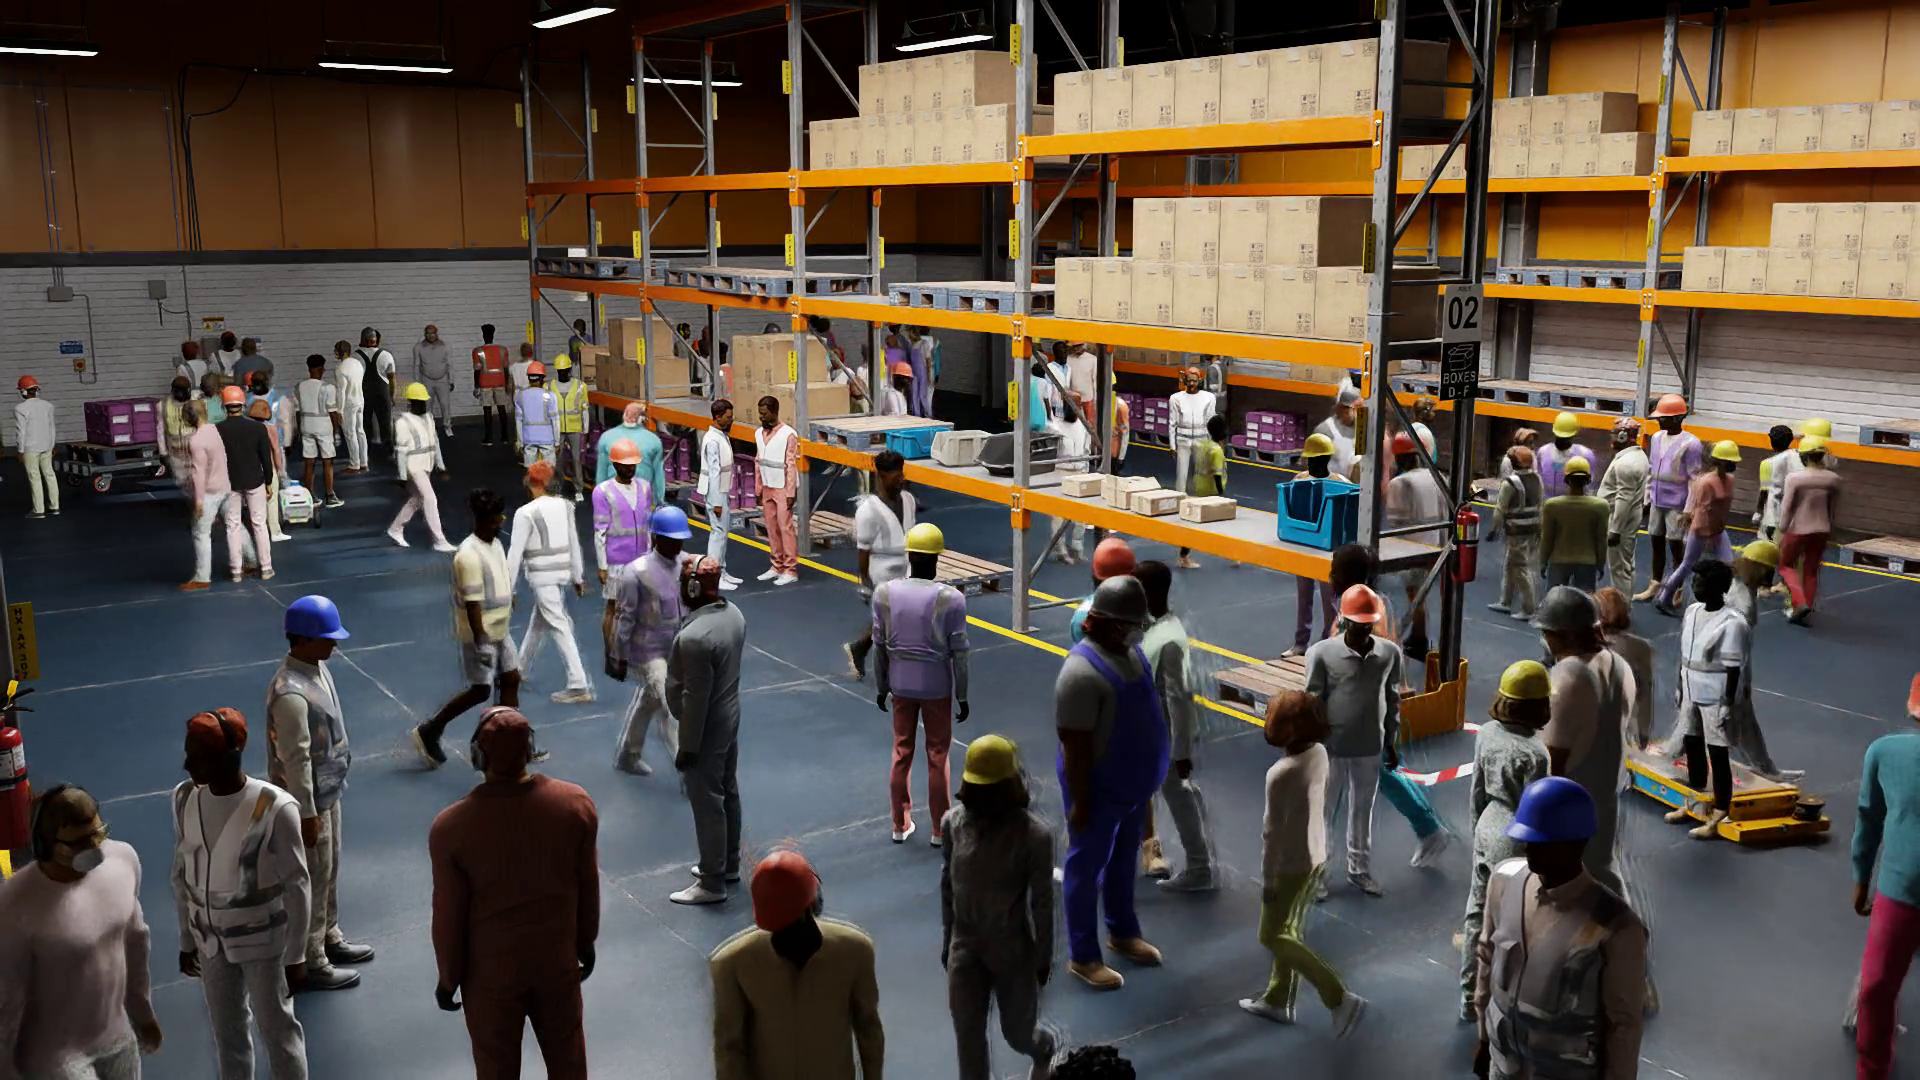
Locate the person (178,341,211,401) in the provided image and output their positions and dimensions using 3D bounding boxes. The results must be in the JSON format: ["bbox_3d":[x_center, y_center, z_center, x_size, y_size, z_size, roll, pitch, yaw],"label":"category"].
[{"bbox_3d":[-11.358,-2.019,24.741,0.868,1.866,0.593,4,12,20],"label":"person"}]

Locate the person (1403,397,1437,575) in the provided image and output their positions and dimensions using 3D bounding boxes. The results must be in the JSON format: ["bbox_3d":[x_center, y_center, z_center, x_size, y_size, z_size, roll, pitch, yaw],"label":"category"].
[{"bbox_3d":[4.770,-0.567,17.258,0.346,1.846,0.505,-2,11,-11],"label":"person"}]

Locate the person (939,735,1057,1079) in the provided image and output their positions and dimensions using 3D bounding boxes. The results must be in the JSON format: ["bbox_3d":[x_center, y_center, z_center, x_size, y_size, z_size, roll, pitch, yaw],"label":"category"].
[{"bbox_3d":[0.167,1.576,6.617,0.490,1.725,0.654,5,12,25],"label":"person"}]

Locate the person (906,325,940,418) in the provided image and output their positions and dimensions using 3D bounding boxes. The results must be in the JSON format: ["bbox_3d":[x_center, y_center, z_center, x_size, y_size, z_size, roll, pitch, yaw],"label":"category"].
[{"bbox_3d":[-0.661,-3.007,29.806,0.635,1.824,0.687,-1,11,-4],"label":"person"}]

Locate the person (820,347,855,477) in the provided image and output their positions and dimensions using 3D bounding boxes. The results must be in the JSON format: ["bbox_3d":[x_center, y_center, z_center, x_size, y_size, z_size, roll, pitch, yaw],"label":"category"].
[{"bbox_3d":[-1.726,-1.827,23.696,0.567,1.847,0.389,8,14,37],"label":"person"}]

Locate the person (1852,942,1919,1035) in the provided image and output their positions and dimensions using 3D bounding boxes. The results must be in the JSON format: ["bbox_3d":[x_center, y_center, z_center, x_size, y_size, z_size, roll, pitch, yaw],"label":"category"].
[{"bbox_3d":[4.474,1.492,7.385,0.889,1.583,0.521,0,11,-1],"label":"person"}]

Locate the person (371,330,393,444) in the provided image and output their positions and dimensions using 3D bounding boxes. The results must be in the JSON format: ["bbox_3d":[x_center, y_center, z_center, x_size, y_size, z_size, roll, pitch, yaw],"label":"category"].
[{"bbox_3d":[-9.491,-2.490,27.082,0.330,1.859,0.504,11,15,43],"label":"person"}]

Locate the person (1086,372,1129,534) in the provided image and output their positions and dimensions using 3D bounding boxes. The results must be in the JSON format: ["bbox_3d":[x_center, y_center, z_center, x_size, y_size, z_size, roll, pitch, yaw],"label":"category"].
[{"bbox_3d":[1.709,-1.037,19.452,0.382,1.924,0.594,-8,14,-36],"label":"person"}]

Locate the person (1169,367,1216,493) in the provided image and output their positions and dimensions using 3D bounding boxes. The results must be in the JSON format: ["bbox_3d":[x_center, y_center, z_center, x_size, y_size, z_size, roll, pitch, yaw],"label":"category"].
[{"bbox_3d":[2.820,-1.166,20.246,0.564,1.880,0.360,1,11,6],"label":"person"}]

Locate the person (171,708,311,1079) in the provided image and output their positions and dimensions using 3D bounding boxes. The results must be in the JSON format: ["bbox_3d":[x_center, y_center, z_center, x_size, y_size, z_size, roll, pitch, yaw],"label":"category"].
[{"bbox_3d":[-2.746,1.543,6.360,0.578,1.881,0.346,4,12,18],"label":"person"}]

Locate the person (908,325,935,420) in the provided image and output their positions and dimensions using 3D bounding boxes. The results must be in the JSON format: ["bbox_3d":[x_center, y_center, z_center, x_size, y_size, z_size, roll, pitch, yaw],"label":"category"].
[{"bbox_3d":[-0.725,-2.837,29.043,0.569,1.809,0.460,11,15,43],"label":"person"}]

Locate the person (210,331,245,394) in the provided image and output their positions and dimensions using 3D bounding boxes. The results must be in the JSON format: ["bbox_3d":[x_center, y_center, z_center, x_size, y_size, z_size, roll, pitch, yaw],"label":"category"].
[{"bbox_3d":[-11.618,-2.391,26.526,0.575,1.876,0.356,-9,14,-40],"label":"person"}]

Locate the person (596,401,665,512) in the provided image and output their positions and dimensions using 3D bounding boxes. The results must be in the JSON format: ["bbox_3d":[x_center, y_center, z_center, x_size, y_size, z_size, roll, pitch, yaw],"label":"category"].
[{"bbox_3d":[-3.270,-0.443,16.545,0.671,1.876,0.497,-1,11,-5],"label":"person"}]

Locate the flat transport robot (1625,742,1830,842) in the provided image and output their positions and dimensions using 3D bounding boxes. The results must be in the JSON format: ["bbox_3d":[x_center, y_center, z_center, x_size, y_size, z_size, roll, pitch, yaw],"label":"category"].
[{"bbox_3d":[4.682,1.541,10.507,0.652,0.197,1.431,-3,12,-16],"label":"flat transport robot"}]

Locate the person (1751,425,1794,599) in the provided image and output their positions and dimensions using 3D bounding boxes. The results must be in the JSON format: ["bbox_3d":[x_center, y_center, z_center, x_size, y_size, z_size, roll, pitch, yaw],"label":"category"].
[{"bbox_3d":[7.918,-0.270,16.123,0.529,1.694,0.321,-4,12,-20],"label":"person"}]

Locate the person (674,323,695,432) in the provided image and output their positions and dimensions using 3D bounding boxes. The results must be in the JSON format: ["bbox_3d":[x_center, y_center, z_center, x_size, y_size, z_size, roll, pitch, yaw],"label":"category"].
[{"bbox_3d":[-4.749,-2.796,28.598,0.329,1.874,0.518,0,11,-1],"label":"person"}]

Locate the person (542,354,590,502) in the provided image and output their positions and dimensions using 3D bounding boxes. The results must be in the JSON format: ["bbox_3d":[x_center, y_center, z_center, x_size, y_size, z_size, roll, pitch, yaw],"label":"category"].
[{"bbox_3d":[-5.094,-1.442,21.520,0.595,1.925,0.370,-1,11,-7],"label":"person"}]

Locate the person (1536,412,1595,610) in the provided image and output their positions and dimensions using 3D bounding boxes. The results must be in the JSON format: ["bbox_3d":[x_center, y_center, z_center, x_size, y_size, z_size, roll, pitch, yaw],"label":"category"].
[{"bbox_3d":[5.656,-0.275,15.630,0.501,1.892,0.603,-8,14,-37],"label":"person"}]

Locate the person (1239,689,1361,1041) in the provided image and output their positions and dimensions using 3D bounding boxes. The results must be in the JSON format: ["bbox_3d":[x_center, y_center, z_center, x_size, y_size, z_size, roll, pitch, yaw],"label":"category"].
[{"bbox_3d":[1.543,1.464,7.465,0.582,1.612,0.501,9,14,38],"label":"person"}]

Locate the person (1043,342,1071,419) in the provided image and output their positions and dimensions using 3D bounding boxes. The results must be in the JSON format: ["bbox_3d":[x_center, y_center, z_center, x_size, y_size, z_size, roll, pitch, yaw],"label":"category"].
[{"bbox_3d":[1.394,-1.878,23.777,0.393,1.920,0.591,8,14,36],"label":"person"}]

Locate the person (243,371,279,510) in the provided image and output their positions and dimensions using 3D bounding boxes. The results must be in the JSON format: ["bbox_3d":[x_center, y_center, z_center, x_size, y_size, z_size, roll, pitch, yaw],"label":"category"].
[{"bbox_3d":[-8.877,-1.254,21.001,0.327,1.753,0.563,7,13,33],"label":"person"}]

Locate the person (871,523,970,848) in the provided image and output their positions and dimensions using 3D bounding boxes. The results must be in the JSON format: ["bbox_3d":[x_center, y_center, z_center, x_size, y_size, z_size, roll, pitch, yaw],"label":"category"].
[{"bbox_3d":[-0.217,0.851,9.792,0.594,1.923,0.381,4,12,20],"label":"person"}]

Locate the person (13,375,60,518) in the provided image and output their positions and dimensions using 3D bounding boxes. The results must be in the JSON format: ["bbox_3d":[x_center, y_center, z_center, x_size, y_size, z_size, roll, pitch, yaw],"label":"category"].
[{"bbox_3d":[-11.397,-1.151,20.477,0.336,1.749,0.575,3,12,16],"label":"person"}]

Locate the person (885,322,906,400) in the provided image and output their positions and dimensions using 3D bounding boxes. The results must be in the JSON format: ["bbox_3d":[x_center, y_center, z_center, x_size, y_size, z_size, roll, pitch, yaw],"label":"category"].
[{"bbox_3d":[-1.137,-3.060,29.788,0.375,1.934,0.547,-2,11,-11],"label":"person"}]

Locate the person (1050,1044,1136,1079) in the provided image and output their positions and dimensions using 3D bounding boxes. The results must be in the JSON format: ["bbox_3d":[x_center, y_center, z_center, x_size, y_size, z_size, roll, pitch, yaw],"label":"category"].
[{"bbox_3d":[0.322,2.067,4.154,0.533,1.697,0.319,3,12,17],"label":"person"}]

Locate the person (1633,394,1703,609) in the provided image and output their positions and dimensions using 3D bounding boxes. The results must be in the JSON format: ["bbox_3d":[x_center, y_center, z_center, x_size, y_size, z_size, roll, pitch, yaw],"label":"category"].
[{"bbox_3d":[6.664,-0.357,15.688,0.393,2.035,0.615,-4,12,-19],"label":"person"}]

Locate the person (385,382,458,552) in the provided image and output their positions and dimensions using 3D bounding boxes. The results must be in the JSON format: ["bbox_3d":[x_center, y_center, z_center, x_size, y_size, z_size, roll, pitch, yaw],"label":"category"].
[{"bbox_3d":[-6.040,-0.818,18.439,0.940,1.893,0.596,3,11,13],"label":"person"}]

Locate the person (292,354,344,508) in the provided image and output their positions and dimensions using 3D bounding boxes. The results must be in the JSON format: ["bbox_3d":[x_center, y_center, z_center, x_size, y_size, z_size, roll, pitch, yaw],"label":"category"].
[{"bbox_3d":[-8.162,-1.386,21.177,0.606,1.951,0.373,2,11,13],"label":"person"}]

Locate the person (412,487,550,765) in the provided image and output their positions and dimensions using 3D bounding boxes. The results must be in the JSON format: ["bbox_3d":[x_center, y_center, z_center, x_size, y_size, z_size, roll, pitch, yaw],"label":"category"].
[{"bbox_3d":[-3.247,0.591,11.105,0.778,1.936,0.622,1,11,6],"label":"person"}]

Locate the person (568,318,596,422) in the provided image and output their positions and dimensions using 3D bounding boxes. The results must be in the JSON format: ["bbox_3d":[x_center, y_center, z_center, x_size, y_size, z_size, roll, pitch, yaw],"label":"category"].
[{"bbox_3d":[-6.538,-2.874,28.858,0.631,1.932,0.364,8,13,34],"label":"person"}]

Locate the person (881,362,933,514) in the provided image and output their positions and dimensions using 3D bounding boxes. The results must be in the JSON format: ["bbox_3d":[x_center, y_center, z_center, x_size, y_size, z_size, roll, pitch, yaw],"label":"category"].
[{"bbox_3d":[-0.704,-1.230,20.511,0.892,1.888,0.584,3,12,16],"label":"person"}]

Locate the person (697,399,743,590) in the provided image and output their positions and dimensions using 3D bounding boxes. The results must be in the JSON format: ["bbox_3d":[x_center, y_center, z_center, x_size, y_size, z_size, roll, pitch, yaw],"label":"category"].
[{"bbox_3d":[-2.403,-0.452,16.514,0.398,1.909,0.599,0,11,-2],"label":"person"}]

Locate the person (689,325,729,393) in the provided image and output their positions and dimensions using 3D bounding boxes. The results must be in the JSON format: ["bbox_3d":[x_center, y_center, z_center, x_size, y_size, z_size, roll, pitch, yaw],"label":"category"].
[{"bbox_3d":[-4.117,-2.576,27.384,0.652,1.904,0.405,-1,11,-7],"label":"person"}]

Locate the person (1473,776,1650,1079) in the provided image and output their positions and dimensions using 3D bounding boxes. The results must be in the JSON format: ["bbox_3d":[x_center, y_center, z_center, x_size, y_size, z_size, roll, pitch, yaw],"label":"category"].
[{"bbox_3d":[1.906,1.697,5.404,0.405,1.948,0.605,-6,13,-29],"label":"person"}]

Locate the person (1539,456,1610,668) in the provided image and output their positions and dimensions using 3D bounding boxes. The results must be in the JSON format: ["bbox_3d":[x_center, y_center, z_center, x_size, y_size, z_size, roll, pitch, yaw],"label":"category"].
[{"bbox_3d":[5.013,0.189,13.618,0.526,1.760,0.333,3,12,16],"label":"person"}]

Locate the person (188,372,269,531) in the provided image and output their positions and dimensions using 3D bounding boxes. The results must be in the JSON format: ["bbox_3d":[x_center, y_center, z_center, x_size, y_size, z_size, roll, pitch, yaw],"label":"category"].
[{"bbox_3d":[-8.624,-1.020,19.525,0.986,1.907,0.651,-1,11,-3],"label":"person"}]

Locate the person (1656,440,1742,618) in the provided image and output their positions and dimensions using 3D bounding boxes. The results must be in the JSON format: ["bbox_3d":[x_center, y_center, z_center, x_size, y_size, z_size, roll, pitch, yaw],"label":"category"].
[{"bbox_3d":[6.767,-0.079,15.098,0.526,1.711,0.886,-6,13,-29],"label":"person"}]

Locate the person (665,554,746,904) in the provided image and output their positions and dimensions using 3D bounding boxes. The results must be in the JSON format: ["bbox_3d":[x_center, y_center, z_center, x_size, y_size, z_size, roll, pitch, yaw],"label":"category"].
[{"bbox_3d":[-1.389,1.014,9.007,0.410,1.909,0.642,2,11,10],"label":"person"}]

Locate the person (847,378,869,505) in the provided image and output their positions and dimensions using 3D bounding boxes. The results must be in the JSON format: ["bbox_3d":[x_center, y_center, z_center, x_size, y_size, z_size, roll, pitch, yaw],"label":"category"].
[{"bbox_3d":[-1.293,-1.275,21.425,0.266,1.632,0.507,-4,12,-19],"label":"person"}]

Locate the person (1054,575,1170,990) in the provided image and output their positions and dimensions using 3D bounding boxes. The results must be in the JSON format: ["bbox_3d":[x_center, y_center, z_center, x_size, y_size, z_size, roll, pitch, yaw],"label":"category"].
[{"bbox_3d":[0.735,1.138,8.027,0.536,2.000,0.697,6,13,29],"label":"person"}]

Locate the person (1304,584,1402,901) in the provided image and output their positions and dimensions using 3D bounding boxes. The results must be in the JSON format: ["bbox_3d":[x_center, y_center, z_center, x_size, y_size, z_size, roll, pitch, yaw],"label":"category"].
[{"bbox_3d":[2.130,1.090,9.009,0.566,1.750,0.341,-2,11,-10],"label":"person"}]

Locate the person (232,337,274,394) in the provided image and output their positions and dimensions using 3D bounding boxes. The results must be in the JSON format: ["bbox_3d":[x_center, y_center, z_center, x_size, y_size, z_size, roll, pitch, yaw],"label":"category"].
[{"bbox_3d":[-10.375,-2.015,24.460,0.418,1.926,0.655,5,12,26],"label":"person"}]

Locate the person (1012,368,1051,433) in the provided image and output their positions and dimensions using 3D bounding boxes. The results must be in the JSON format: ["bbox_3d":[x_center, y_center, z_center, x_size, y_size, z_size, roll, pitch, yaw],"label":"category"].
[{"bbox_3d":[0.959,-1.532,22.310,0.572,1.826,0.417,-2,11,-13],"label":"person"}]

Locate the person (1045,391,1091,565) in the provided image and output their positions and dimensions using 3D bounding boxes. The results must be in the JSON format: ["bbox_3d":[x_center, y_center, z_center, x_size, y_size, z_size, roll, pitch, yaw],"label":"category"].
[{"bbox_3d":[1.158,-0.641,17.572,0.590,1.864,0.514,-6,12,-26],"label":"person"}]

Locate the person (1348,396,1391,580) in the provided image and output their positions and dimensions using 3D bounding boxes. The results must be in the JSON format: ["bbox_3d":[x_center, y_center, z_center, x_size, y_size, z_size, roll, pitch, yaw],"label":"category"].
[{"bbox_3d":[4.063,-0.448,16.334,0.592,1.970,0.614,-3,11,-14],"label":"person"}]

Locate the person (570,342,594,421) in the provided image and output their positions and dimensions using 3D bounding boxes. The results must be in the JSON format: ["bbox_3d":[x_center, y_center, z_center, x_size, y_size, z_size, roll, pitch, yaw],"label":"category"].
[{"bbox_3d":[-5.947,-2.238,26.109,0.714,1.729,0.523,6,13,29],"label":"person"}]
